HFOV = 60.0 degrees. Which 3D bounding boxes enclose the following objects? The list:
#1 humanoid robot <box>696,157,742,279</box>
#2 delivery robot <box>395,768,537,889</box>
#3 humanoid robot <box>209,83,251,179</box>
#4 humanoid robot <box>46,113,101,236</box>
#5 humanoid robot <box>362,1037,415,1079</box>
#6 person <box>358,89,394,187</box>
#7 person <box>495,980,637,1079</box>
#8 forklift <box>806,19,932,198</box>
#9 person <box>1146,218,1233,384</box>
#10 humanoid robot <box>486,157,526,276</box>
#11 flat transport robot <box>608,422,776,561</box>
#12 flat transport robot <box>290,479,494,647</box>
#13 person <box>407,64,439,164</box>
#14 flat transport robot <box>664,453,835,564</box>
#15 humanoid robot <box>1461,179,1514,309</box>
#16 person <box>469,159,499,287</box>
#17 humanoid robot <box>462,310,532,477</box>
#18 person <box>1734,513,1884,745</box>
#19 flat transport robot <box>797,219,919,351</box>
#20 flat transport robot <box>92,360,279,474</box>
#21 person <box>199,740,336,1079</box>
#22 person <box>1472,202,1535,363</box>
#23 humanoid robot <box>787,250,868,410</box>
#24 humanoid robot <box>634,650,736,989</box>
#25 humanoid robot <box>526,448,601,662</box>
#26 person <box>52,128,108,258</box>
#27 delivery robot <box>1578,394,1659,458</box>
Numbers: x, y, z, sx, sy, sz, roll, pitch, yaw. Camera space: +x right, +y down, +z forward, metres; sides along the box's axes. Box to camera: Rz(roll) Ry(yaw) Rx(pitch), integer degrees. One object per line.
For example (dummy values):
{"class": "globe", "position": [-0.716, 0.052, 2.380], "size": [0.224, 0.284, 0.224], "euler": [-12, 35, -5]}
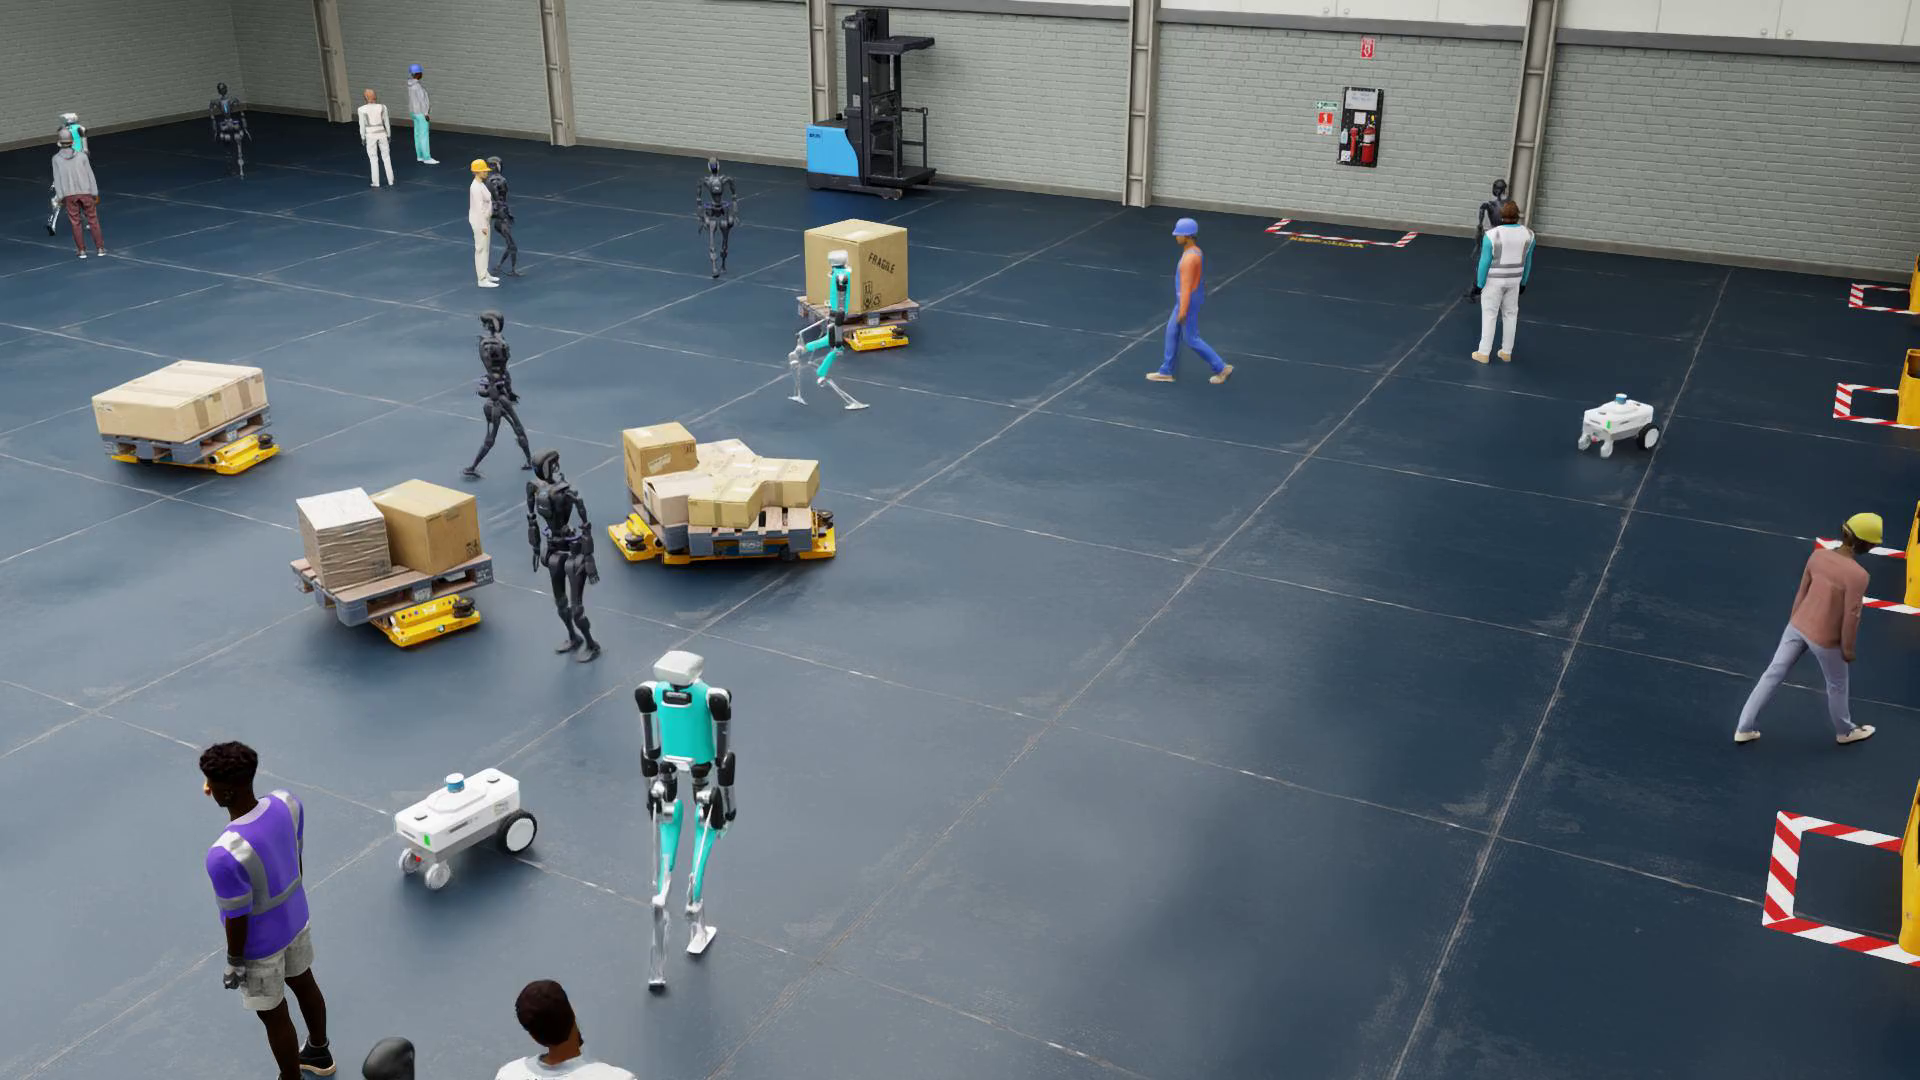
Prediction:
{"class": "humanoid robot", "position": [-3.266, -4.385, 22.627], "size": [0.602, 1.630, 0.735], "euler": [-7, 24, -16]}
{"class": "delivery robot", "position": [-2.977, 1.669, 9.900], "size": [0.499, 0.583, 0.758], "euler": [17, 29, 35]}
{"class": "humanoid robot", "position": [-12.771, -7.180, 29.137], "size": [0.609, 1.625, 0.758], "euler": [-9, 25, -21]}
{"class": "humanoid robot", "position": [-13.536, -5.472, 25.076], "size": [0.560, 1.798, 0.938], "euler": [12, 26, 25]}
{"class": "humanoid robot", "position": [-2.072, 2.602, 6.330], "size": [0.613, 1.656, 0.307], "euler": [3, 23, 7]}
{"class": "person", "position": [-9.966, -6.858, 28.388], "size": [0.522, 1.639, 0.304], "euler": [-16, 28, -32]}
{"class": "person", "position": [-1.385, 2.504, 6.315], "size": [0.694, 1.865, 0.497], "euler": [5, 24, 11]}
{"class": "forklift", "position": [-1.573, -7.292, 27.850], "size": [1.873, 2.768, 1.129], "euler": [12, 26, 25]}
{"class": "person", "position": [2.555, -2.589, 18.177], "size": [0.897, 1.868, 0.534], "euler": [4, 24, 10]}
{"class": "humanoid robot", "position": [-6.240, -4.403, 22.674], "size": [0.505, 1.646, 0.587], "euler": [-4, 24, -8]}
{"class": "flat transport robot", "position": [-2.252, -0.114, 14.428], "size": [1.431, 0.231, 0.659], "euler": [-11, 26, -24]}
{"class": "flat transport robot", "position": [-4.438, 0.448, 13.121], "size": [0.659, 0.231, 1.431], "euler": [-20, 30, -39]}
{"class": "person", "position": [-9.841, -7.767, 30.334], "size": [0.357, 1.779, 0.526], "euler": [-16, 28, -33]}
{"class": "flat transport robot", "position": [-1.794, -0.029, 14.231], "size": [1.431, 0.231, 0.659], "euler": [-2, 23, -5]}
{"class": "humanoid robot", "position": [6.822, -3.778, 21.225], "size": [0.589, 1.619, 0.776], "euler": [-7, 24, -16]}
{"class": "person", "position": [-6.374, -4.236, 22.228], "size": [0.341, 1.688, 0.461], "euler": [-4, 24, -10]}
{"class": "humanoid robot", "position": [-4.370, -1.375, 15.650], "size": [0.768, 1.625, 0.590], "euler": [-1, 23, -1]}
{"class": "person", "position": [5.698, 0.616, 10.937], "size": [0.990, 1.677, 0.530], "euler": [-6, 24, -13]}
{"class": "flat transport robot", "position": [-1.230, -2.595, 20.204], "size": [0.659, 0.231, 1.431], "euler": [-11, 25, -23]}
{"class": "flat transport robot", "position": [-7.486, -0.895, 16.246], "size": [1.431, 0.231, 0.659], "euler": [7, 24, 15]}
{"class": "person", "position": [-3.261, 1.809, 7.804], "size": [0.367, 1.966, 0.604], "euler": [4, 24, 9]}
{"class": "person", "position": [6.187, -2.943, 19.023], "size": [0.632, 1.841, 0.429], "euler": [-4, 24, -9]}
{"class": "humanoid robot", "position": [-1.494, -2.133, 17.334], "size": [1.039, 1.771, 0.548], "euler": [-2, 23, -6]}
{"class": "humanoid robot", "position": [-1.515, 1.570, 8.773], "size": [0.542, 1.884, 0.783], "euler": [6, 24, 14]}
{"class": "humanoid robot", "position": [-2.895, 0.090, 12.176], "size": [0.616, 1.640, 0.352], "euler": [12, 26, 25]}
{"class": "person", "position": [-12.588, -4.941, 23.709], "size": [0.541, 1.813, 0.368], "euler": [-11, 26, -25]}
{"class": "delivery robot", "position": [6.530, -1.148, 16.489], "size": [0.806, 0.608, 0.499], "euler": [-14, 27, -29]}
